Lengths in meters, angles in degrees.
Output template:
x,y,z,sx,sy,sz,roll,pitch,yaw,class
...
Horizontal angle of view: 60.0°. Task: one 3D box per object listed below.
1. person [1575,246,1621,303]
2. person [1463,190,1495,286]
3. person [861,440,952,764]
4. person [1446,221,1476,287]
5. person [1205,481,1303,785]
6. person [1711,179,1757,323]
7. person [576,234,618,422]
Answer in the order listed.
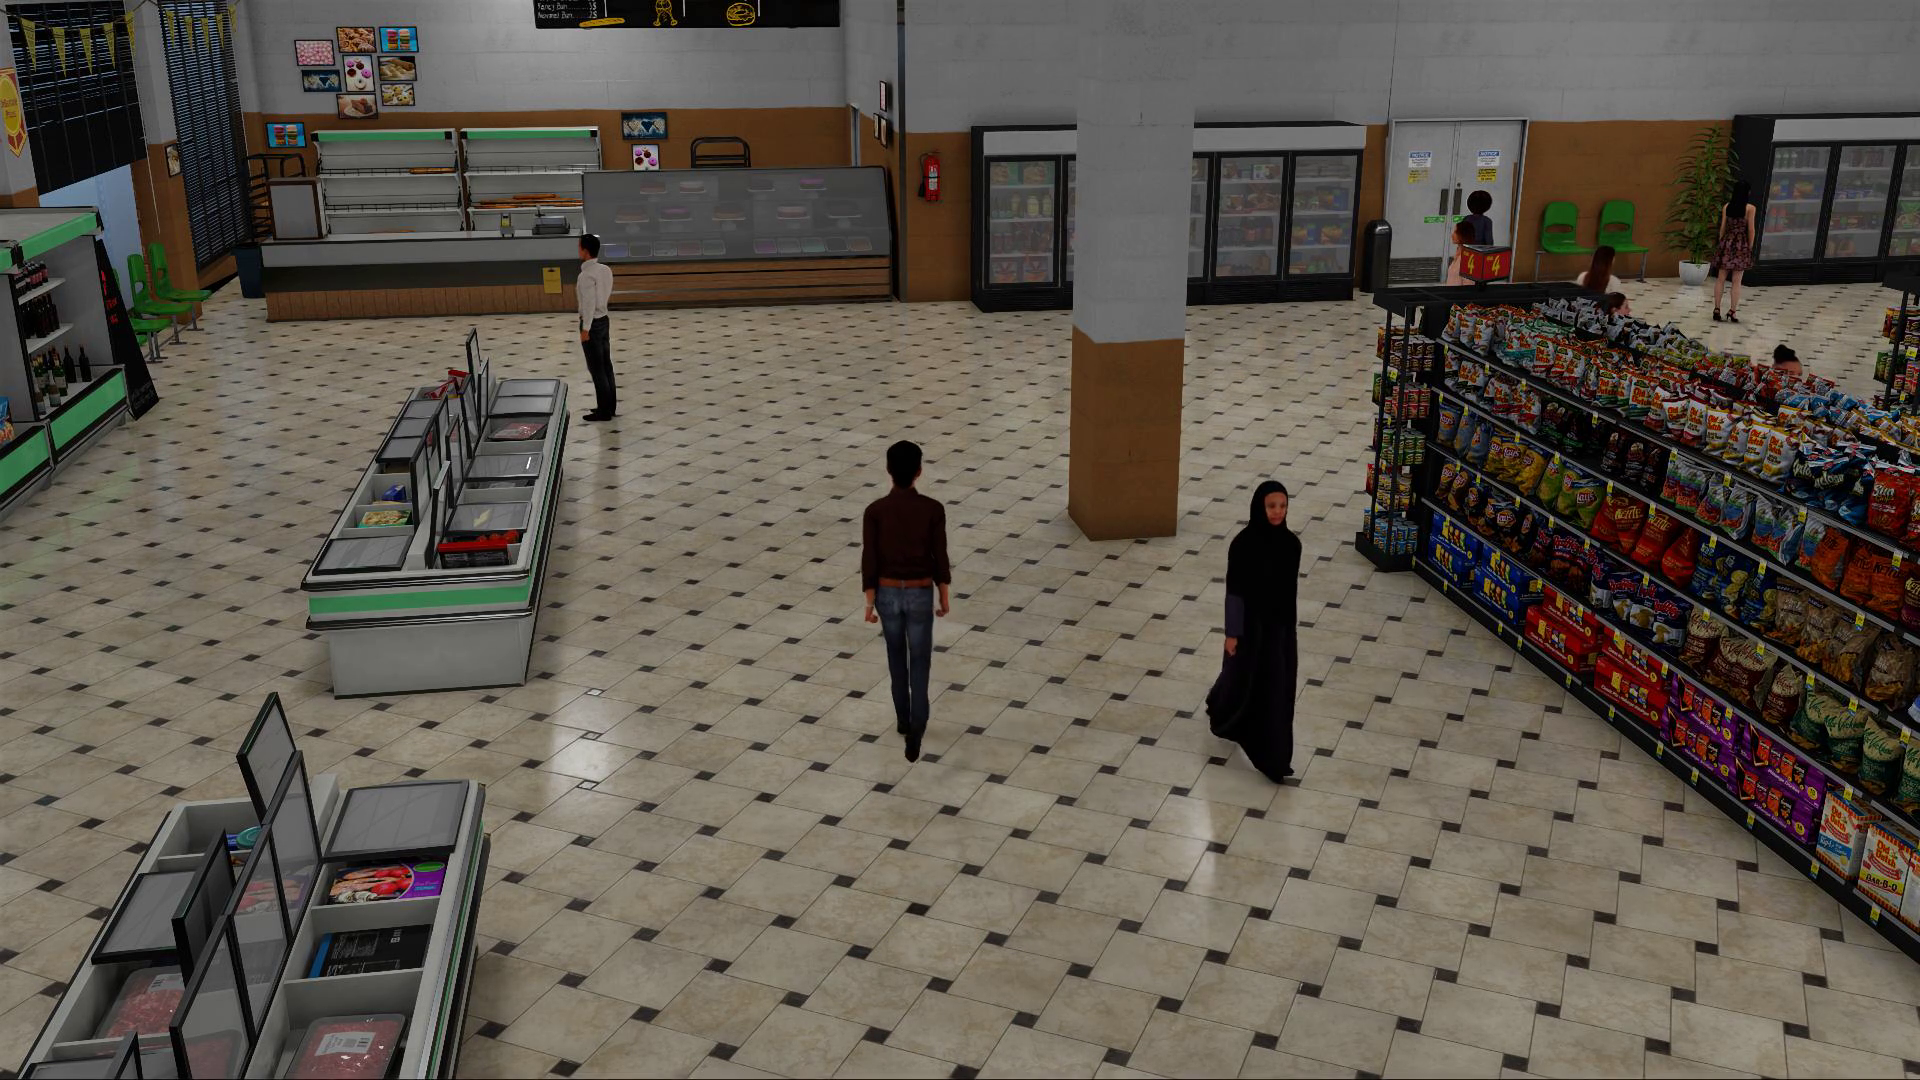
x,y,z,sx,sy,sz,roll,pitch,yaw,class
6.145,-2.020,16.248,0.864,1.681,0.912,16,25,40,person
6.273,-3.395,20.281,0.630,1.711,0.721,17,25,41,person
-0.297,0.362,9.072,0.737,1.752,1.116,-1,19,-3,person
5.157,-2.393,17.180,0.685,1.792,0.517,0,19,1,person
1.606,0.449,9.065,0.585,1.591,1.078,-3,19,-10,person
9.715,-3.626,20.865,0.860,1.774,0.783,-17,25,-41,person
-3.543,-2.071,16.195,0.795,1.811,0.621,3,19,9,person
